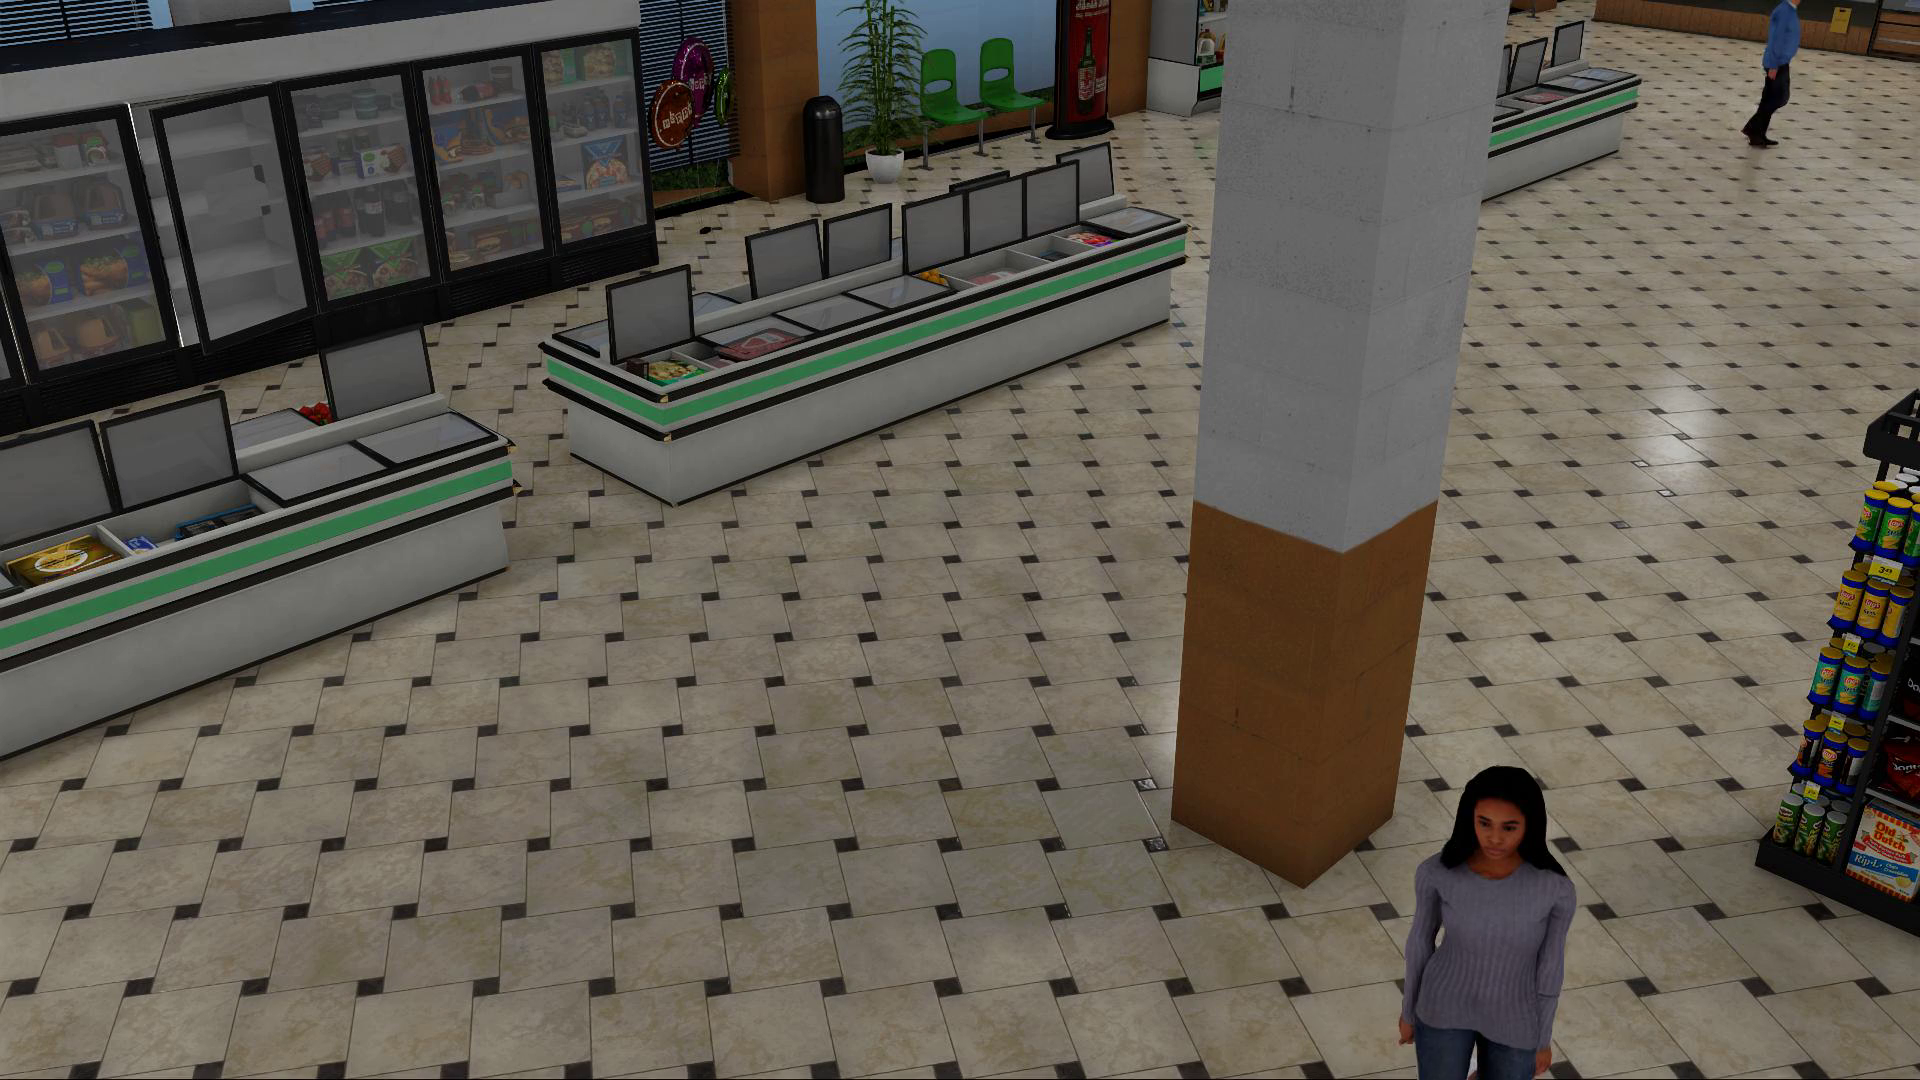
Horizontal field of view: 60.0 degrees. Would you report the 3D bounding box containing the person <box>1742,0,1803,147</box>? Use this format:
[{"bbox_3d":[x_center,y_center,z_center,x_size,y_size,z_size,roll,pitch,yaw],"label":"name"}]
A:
[{"bbox_3d":[8.703,-5.150,17.880,0.814,1.812,0.676,14,30,26],"label":"person"}]

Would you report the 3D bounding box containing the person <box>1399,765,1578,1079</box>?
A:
[{"bbox_3d":[1.585,1.399,5.070,0.869,1.719,1.034,9,28,17],"label":"person"}]
